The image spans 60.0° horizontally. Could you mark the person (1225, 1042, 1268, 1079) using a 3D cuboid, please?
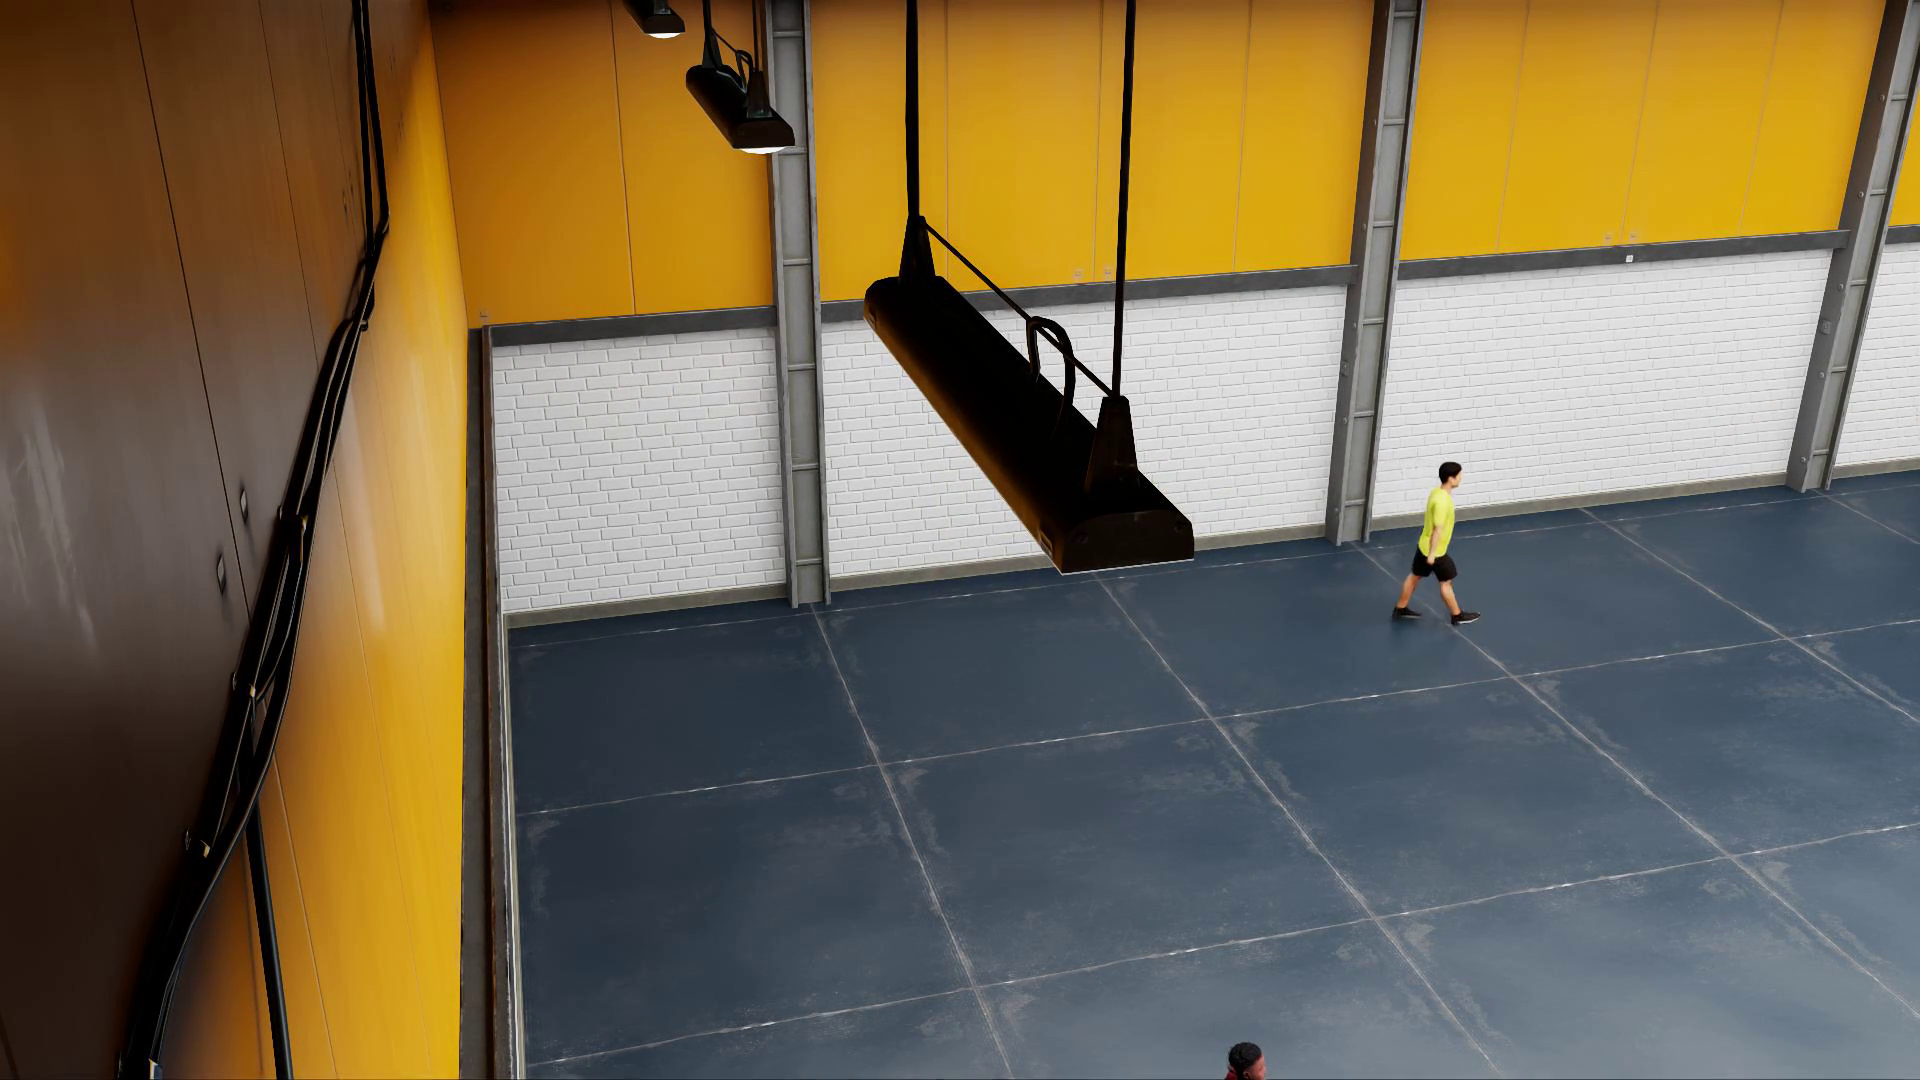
[{"bbox_3d":[1.536,3.302,9.163,0.479,1.253,0.504,-5,24,-12],"label":"person"}]

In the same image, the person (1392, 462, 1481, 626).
[{"bbox_3d":[4.496,0.057,16.075,1.124,1.664,0.871,2,24,5],"label":"person"}]
